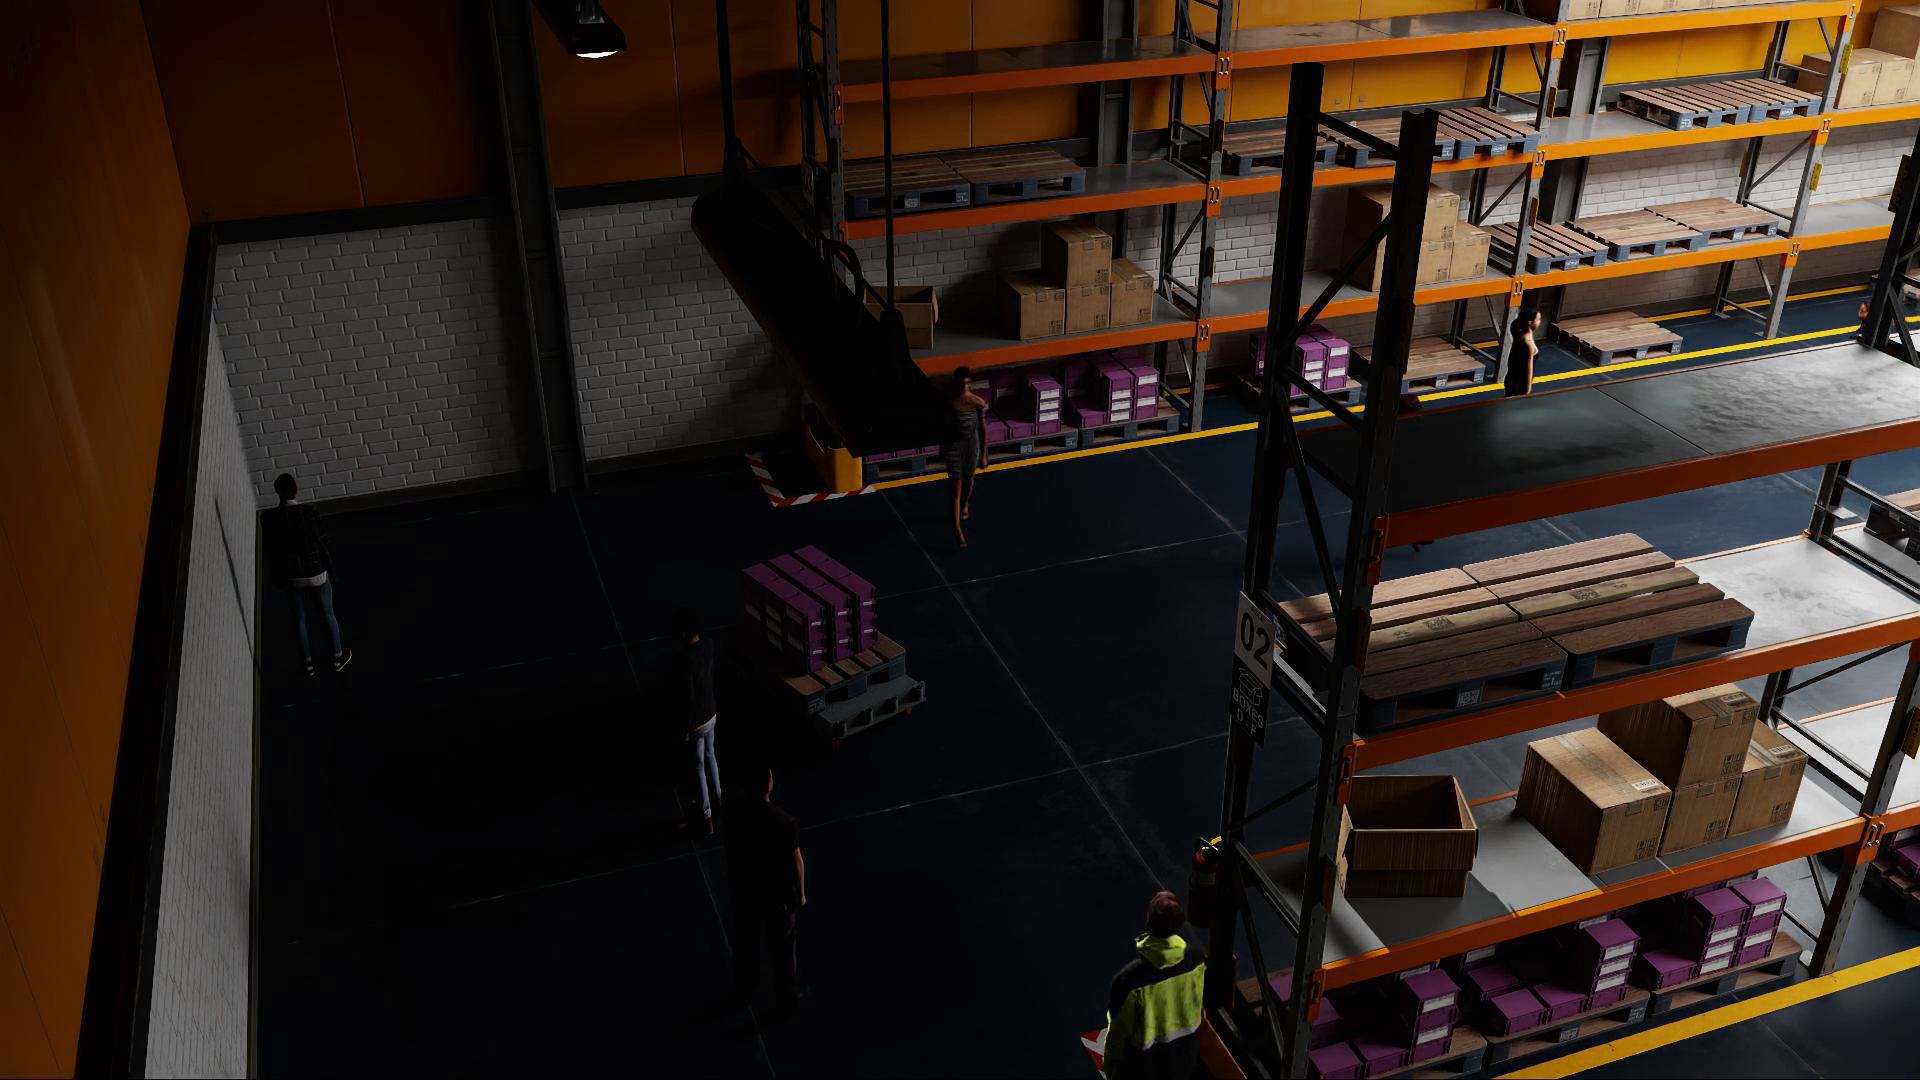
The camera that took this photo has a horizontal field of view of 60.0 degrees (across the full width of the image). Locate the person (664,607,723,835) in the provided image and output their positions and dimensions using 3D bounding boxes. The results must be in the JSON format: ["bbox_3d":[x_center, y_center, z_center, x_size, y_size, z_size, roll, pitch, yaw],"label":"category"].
[{"bbox_3d":[-1.885,1.279,11.882,0.748,1.837,0.736,7,29,13],"label":"person"}]

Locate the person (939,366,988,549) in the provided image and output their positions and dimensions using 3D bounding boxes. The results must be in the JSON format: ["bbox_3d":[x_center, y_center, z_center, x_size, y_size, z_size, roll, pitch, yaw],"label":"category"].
[{"bbox_3d":[0.024,-0.863,15.879,1.074,1.770,0.865,-2,29,-3],"label":"person"}]

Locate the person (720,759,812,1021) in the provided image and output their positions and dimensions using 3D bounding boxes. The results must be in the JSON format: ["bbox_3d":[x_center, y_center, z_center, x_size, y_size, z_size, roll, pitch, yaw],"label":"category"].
[{"bbox_3d":[-1.216,2.152,10.275,0.776,1.844,0.842,12,31,21],"label":"person"}]

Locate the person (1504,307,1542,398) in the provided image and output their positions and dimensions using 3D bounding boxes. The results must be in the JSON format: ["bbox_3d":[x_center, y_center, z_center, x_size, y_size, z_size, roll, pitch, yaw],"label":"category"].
[{"bbox_3d":[5.780,-1.599,17.271,0.602,1.728,0.623,-3,29,-6],"label":"person"}]

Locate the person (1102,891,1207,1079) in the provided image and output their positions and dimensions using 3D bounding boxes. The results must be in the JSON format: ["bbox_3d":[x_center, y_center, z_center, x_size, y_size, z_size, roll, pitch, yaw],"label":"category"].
[{"bbox_3d":[1.089,2.805,8.961,0.849,1.955,0.908,-16,33,-27],"label":"person"}]

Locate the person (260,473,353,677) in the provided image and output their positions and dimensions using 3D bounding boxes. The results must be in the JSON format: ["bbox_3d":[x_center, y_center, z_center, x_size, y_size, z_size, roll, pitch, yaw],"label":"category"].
[{"bbox_3d":[-5.419,0.284,13.723,0.525,1.821,0.742,-7,29,-12],"label":"person"}]
